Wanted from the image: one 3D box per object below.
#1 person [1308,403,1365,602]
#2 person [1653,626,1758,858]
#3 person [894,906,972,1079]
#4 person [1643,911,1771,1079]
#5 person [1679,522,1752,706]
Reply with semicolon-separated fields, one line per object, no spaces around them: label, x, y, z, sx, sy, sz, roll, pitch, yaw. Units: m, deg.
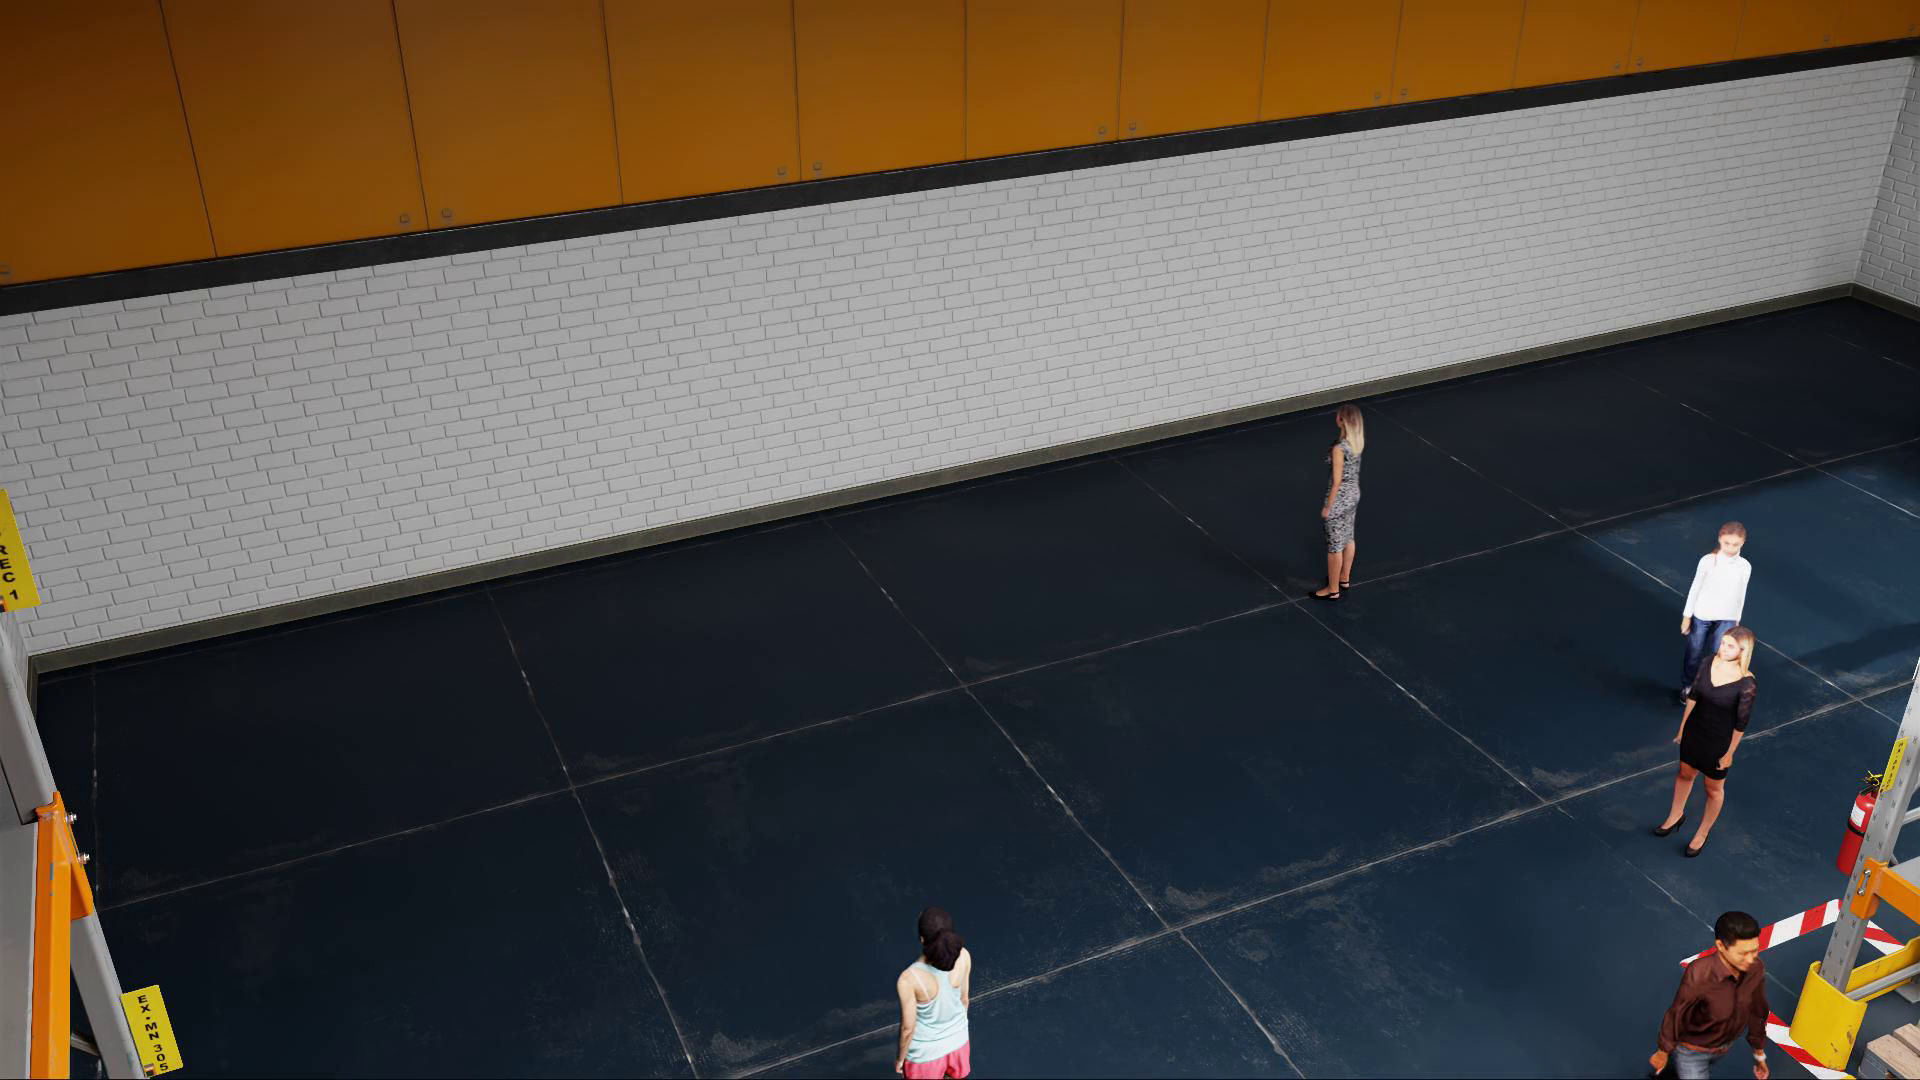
person;3.090;-0.308;13.458;0.620;1.703;0.633;23;36;35
person;4.786;1.266;10.600;0.616;1.676;0.410;-14;32;-24
person;-0.122;2.505;8.236;0.617;1.765;0.630;-18;33;-29
person;3.626;2.486;8.319;0.636;1.719;1.115;-13;31;-22
person;5.482;0.527;12.099;0.825;1.538;0.873;12;31;20
